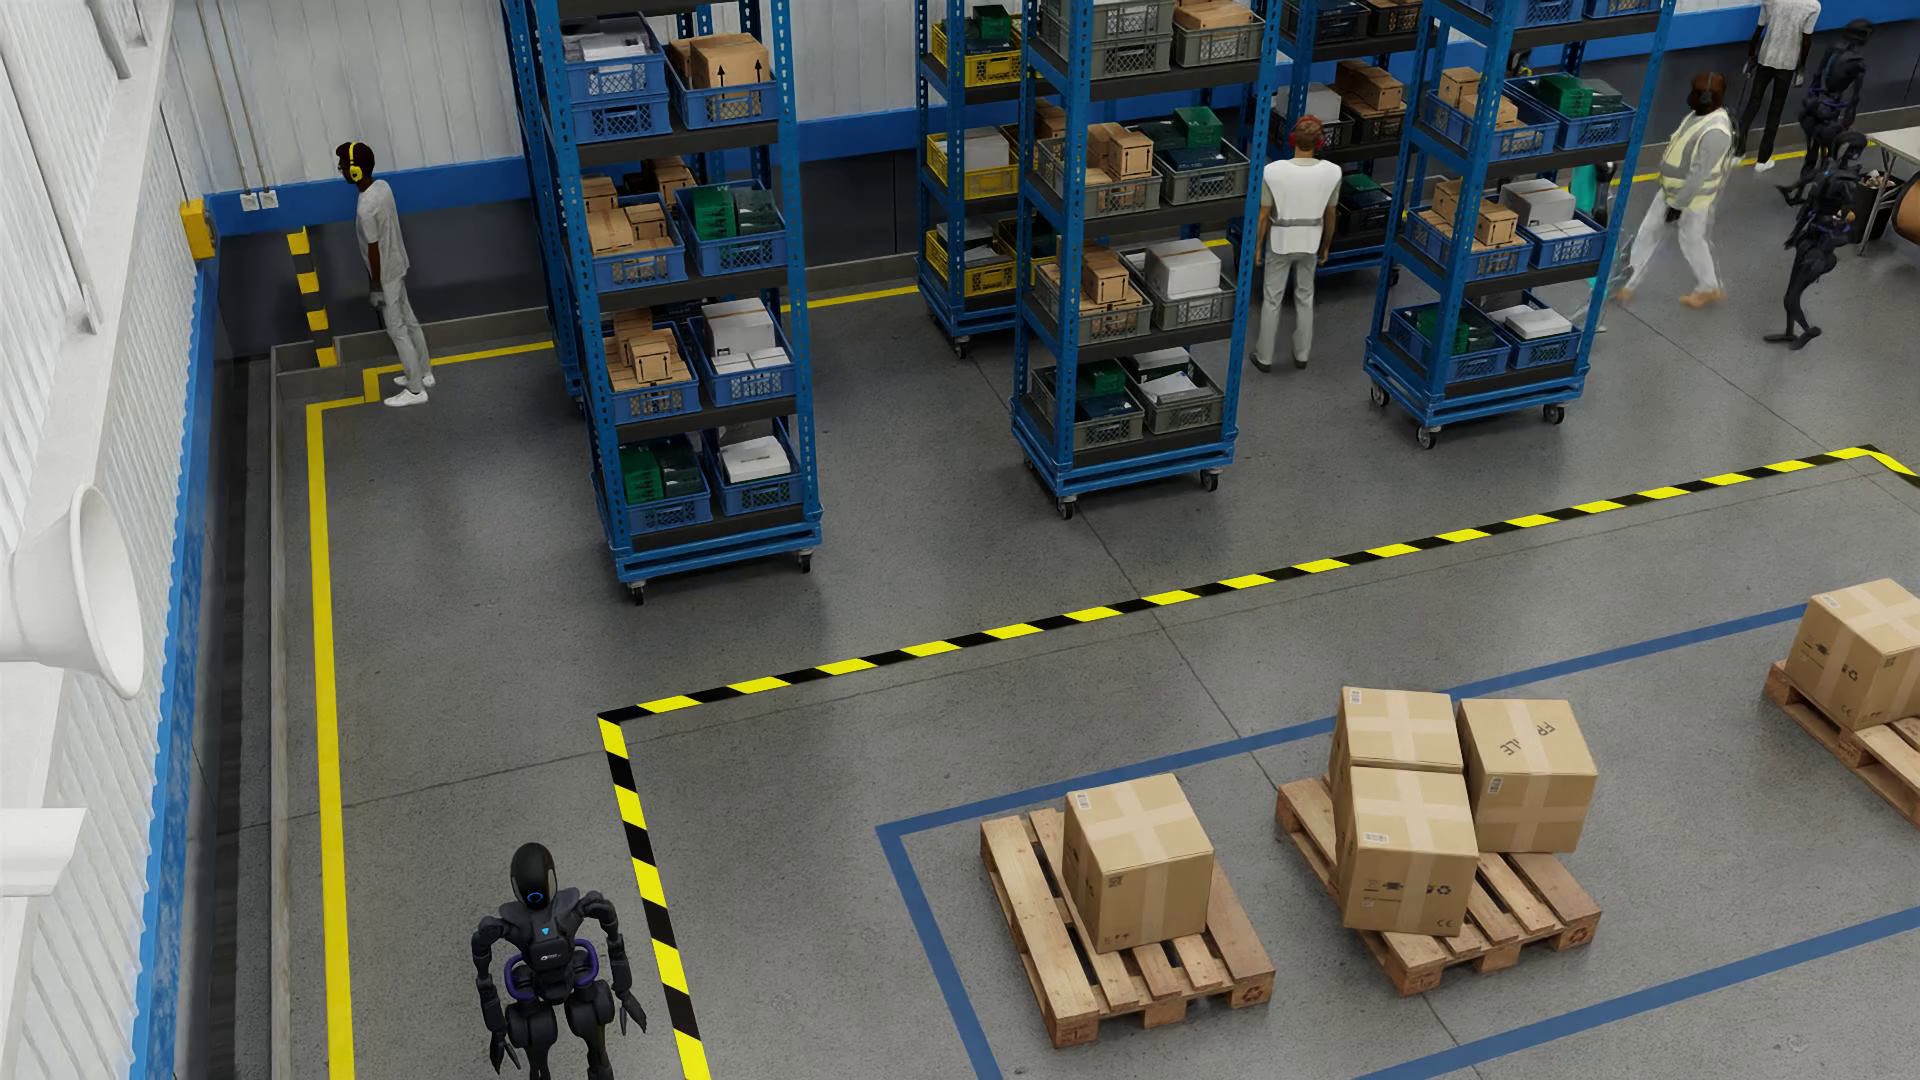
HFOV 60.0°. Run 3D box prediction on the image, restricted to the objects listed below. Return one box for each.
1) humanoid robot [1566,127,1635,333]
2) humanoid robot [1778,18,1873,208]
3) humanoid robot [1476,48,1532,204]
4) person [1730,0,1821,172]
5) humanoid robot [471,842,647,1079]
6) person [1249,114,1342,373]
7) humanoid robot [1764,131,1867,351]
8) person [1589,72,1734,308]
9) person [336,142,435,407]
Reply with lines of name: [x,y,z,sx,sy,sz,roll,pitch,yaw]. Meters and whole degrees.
humanoid robot: [4.575,-2.146,11.838,0.912,1.767,0.542,-3,35,-4]
humanoid robot: [7.171,-3.545,13.867,0.527,1.642,0.611,-6,36,-9]
humanoid robot: [4.378,-3.194,13.376,0.420,1.643,0.584,-16,38,-22]
person: [7.153,-4.156,14.573,0.513,1.858,0.335,28,44,34]
humanoid robot: [-1.511,1.766,6.317,0.599,1.657,0.315,-12,37,-17]
person: [2.321,-2.028,11.578,0.563,1.834,0.411,-3,35,-4]
humanoid robot: [6.115,-2.130,11.848,0.373,1.646,0.588,1,35,1]
person: [5.403,-2.584,12.397,0.947,1.789,0.623,0,35,0]
person: [-3.871,-1.784,11.205,0.319,1.864,0.513,-2,35,-3]
